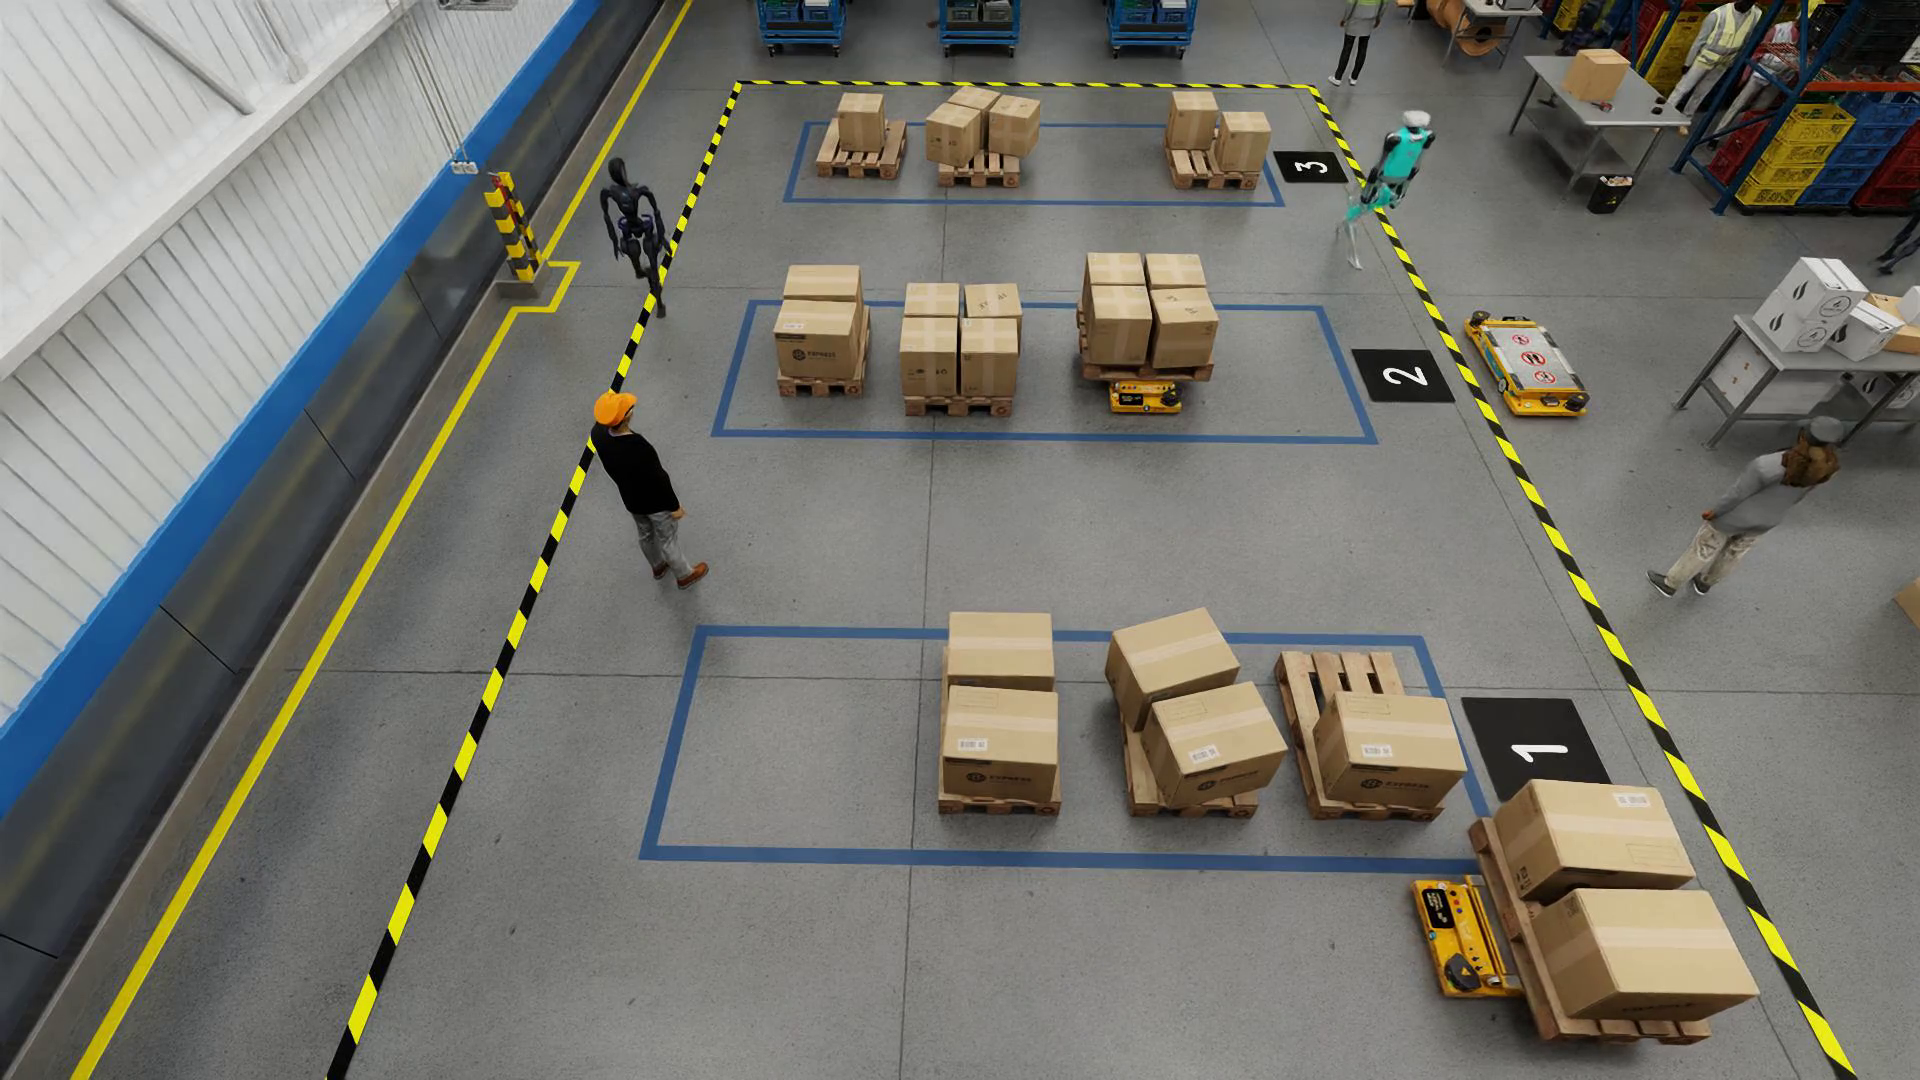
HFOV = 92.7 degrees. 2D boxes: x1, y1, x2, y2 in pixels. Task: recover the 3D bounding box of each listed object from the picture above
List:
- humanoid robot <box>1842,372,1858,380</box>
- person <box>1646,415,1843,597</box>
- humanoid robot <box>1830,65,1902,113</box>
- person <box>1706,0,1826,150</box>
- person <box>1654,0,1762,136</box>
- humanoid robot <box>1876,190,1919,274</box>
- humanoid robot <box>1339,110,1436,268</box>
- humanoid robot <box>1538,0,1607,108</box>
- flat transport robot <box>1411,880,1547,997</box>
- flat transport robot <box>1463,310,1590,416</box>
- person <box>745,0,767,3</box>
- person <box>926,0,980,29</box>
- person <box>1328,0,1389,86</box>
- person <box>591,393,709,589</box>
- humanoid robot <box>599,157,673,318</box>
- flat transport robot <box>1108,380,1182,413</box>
[{"bbox_3d":[8.595,-2.021,8.352,0.598,1.655,0.419,-21,52,-17],"label":"humanoid robot"},{"bbox_3d":[5.775,-0.198,6.711,0.574,1.767,0.395,-1,49,-1],"label":"person"},{"bbox_3d":[10.962,-5.393,11.227,0.616,1.770,0.808,35,58,26],"label":"humanoid robot"},{"bbox_3d":[10.184,-5.811,11.528,0.602,1.830,0.404,16,51,13],"label":"person"},{"bbox_3d":[9.697,-6.172,11.844,0.617,1.836,0.431,3,49,3],"label":"person"},{"bbox_3d":[10.508,-3.630,9.757,0.612,1.637,0.611,-18,51,-15],"label":"humanoid robot"},{"bbox_3d":[4.454,-3.830,9.889,0.541,1.808,0.807,-11,50,-9],"label":"humanoid robot"},{"bbox_3d":[8.373,-6.682,12.383,0.588,1.638,0.440,-29,55,-23],"label":"humanoid robot"},{"bbox_3d":[3.542,2.362,5.470,1.431,0.197,0.652,1,49,1],"label":"flat transport robot"},{"bbox_3d":[5.573,-1.757,9.054,0.659,0.231,1.431,1,49,1],"label":"flat transport robot"},{"bbox_3d":[-3.460,-9.878,14.971,0.595,1.958,0.368,7,49,6],"label":"person"},{"bbox_3d":[-0.022,-8.974,14.245,0.987,1.878,0.684,-9,50,-8],"label":"person"},{"bbox_3d":[5.651,-7.362,12.858,0.589,1.853,0.375,-1,49,-1],"label":"person"},{"bbox_3d":[-2.305,-0.334,6.755,0.587,1.884,0.361,22,53,18],"label":"person"},{"bbox_3d":[-3.251,-3.122,9.321,0.591,1.636,0.647,-8,50,-7],"label":"humanoid robot"},{"bbox_3d":[1.773,-1.807,9.079,0.652,0.197,1.431,1,49,1],"label":"flat transport robot"}]
